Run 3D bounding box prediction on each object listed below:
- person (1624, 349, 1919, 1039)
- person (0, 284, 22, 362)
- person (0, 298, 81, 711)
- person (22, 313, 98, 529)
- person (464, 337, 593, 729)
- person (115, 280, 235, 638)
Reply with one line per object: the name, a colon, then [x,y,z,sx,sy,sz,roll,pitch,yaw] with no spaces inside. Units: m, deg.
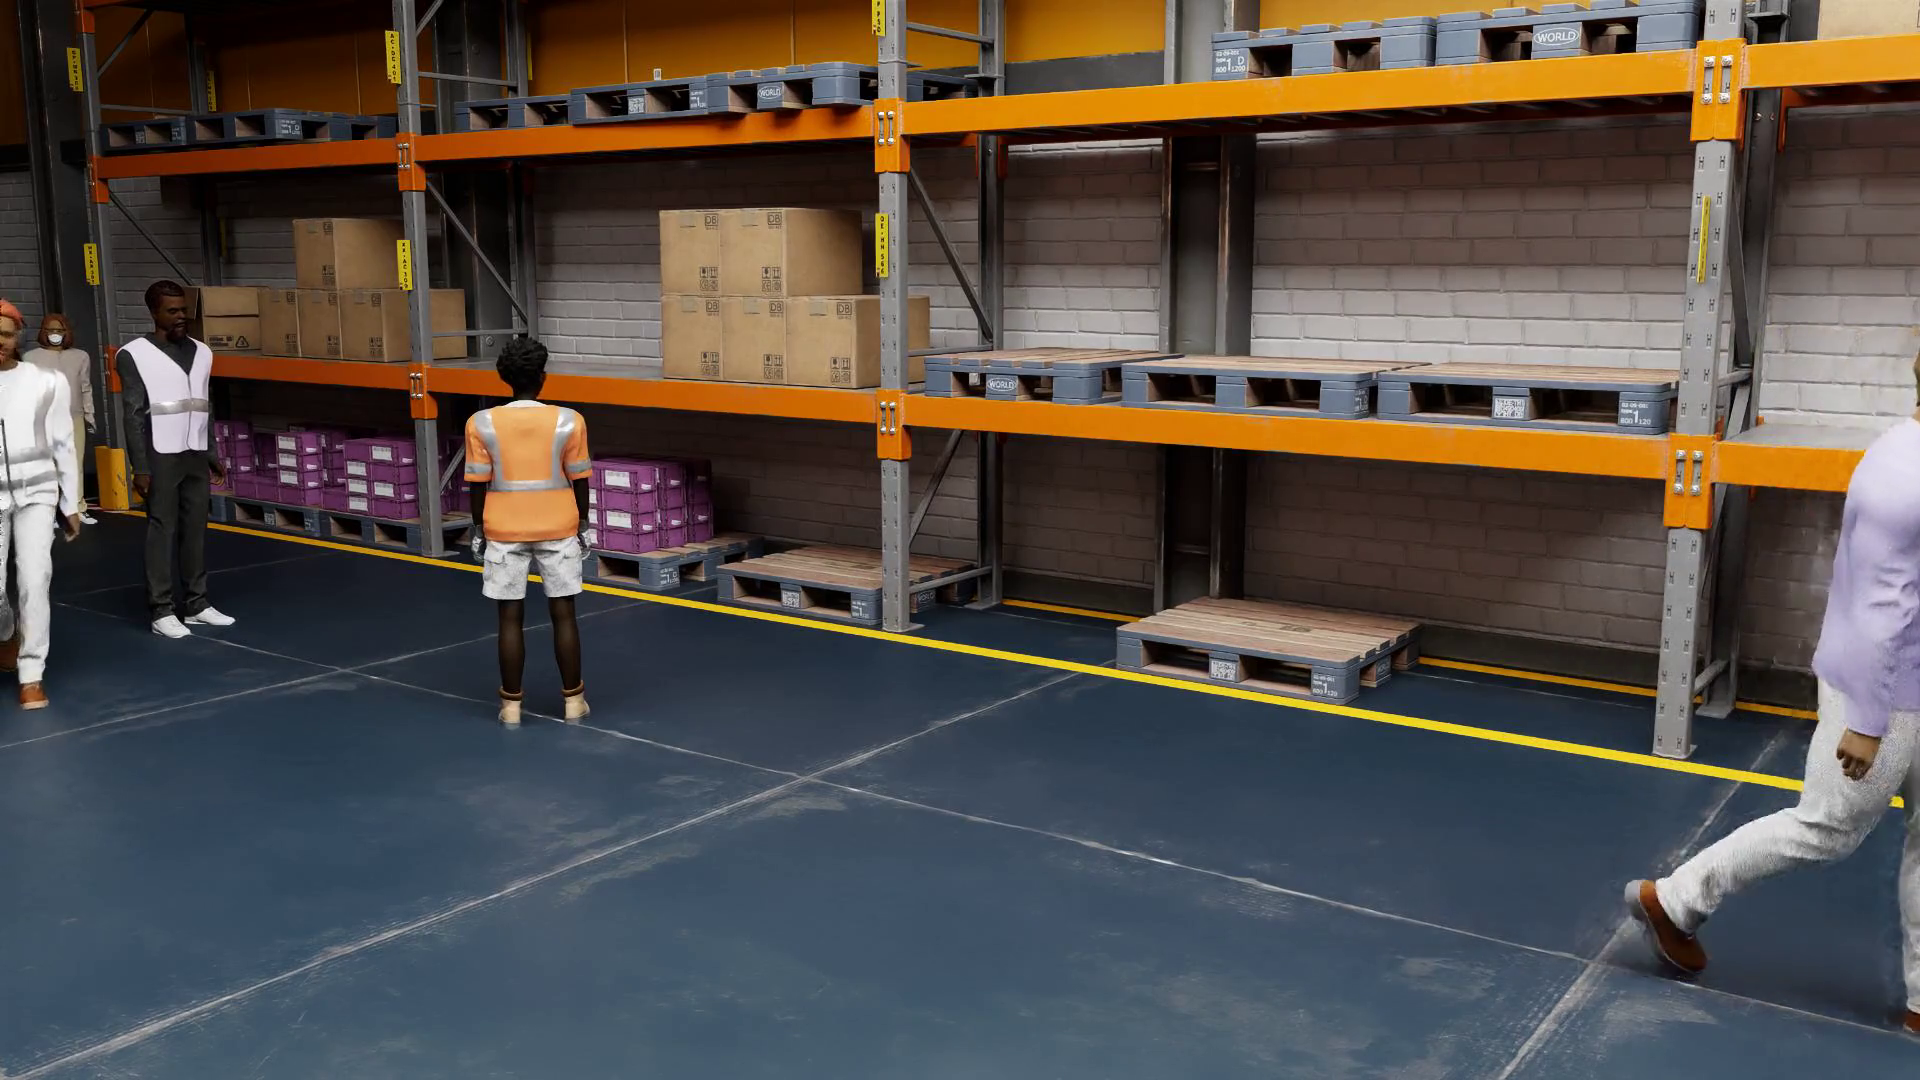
person: [2.305,0.366,4.330,0.932,1.904,0.646,9,13,42]
person: [-7.656,-1.185,13.094,0.536,2.000,0.689,-1,10,-6]
person: [-4.370,-0.179,7.641,0.589,1.866,0.636,-5,11,-29]
person: [-6.828,-0.907,12.654,0.287,1.631,0.501,7,12,37]
person: [-1.858,-0.028,7.216,0.539,1.698,0.319,-2,10,-14]
person: [-4.272,-0.444,9.044,0.379,1.917,0.597,3,10,20]
